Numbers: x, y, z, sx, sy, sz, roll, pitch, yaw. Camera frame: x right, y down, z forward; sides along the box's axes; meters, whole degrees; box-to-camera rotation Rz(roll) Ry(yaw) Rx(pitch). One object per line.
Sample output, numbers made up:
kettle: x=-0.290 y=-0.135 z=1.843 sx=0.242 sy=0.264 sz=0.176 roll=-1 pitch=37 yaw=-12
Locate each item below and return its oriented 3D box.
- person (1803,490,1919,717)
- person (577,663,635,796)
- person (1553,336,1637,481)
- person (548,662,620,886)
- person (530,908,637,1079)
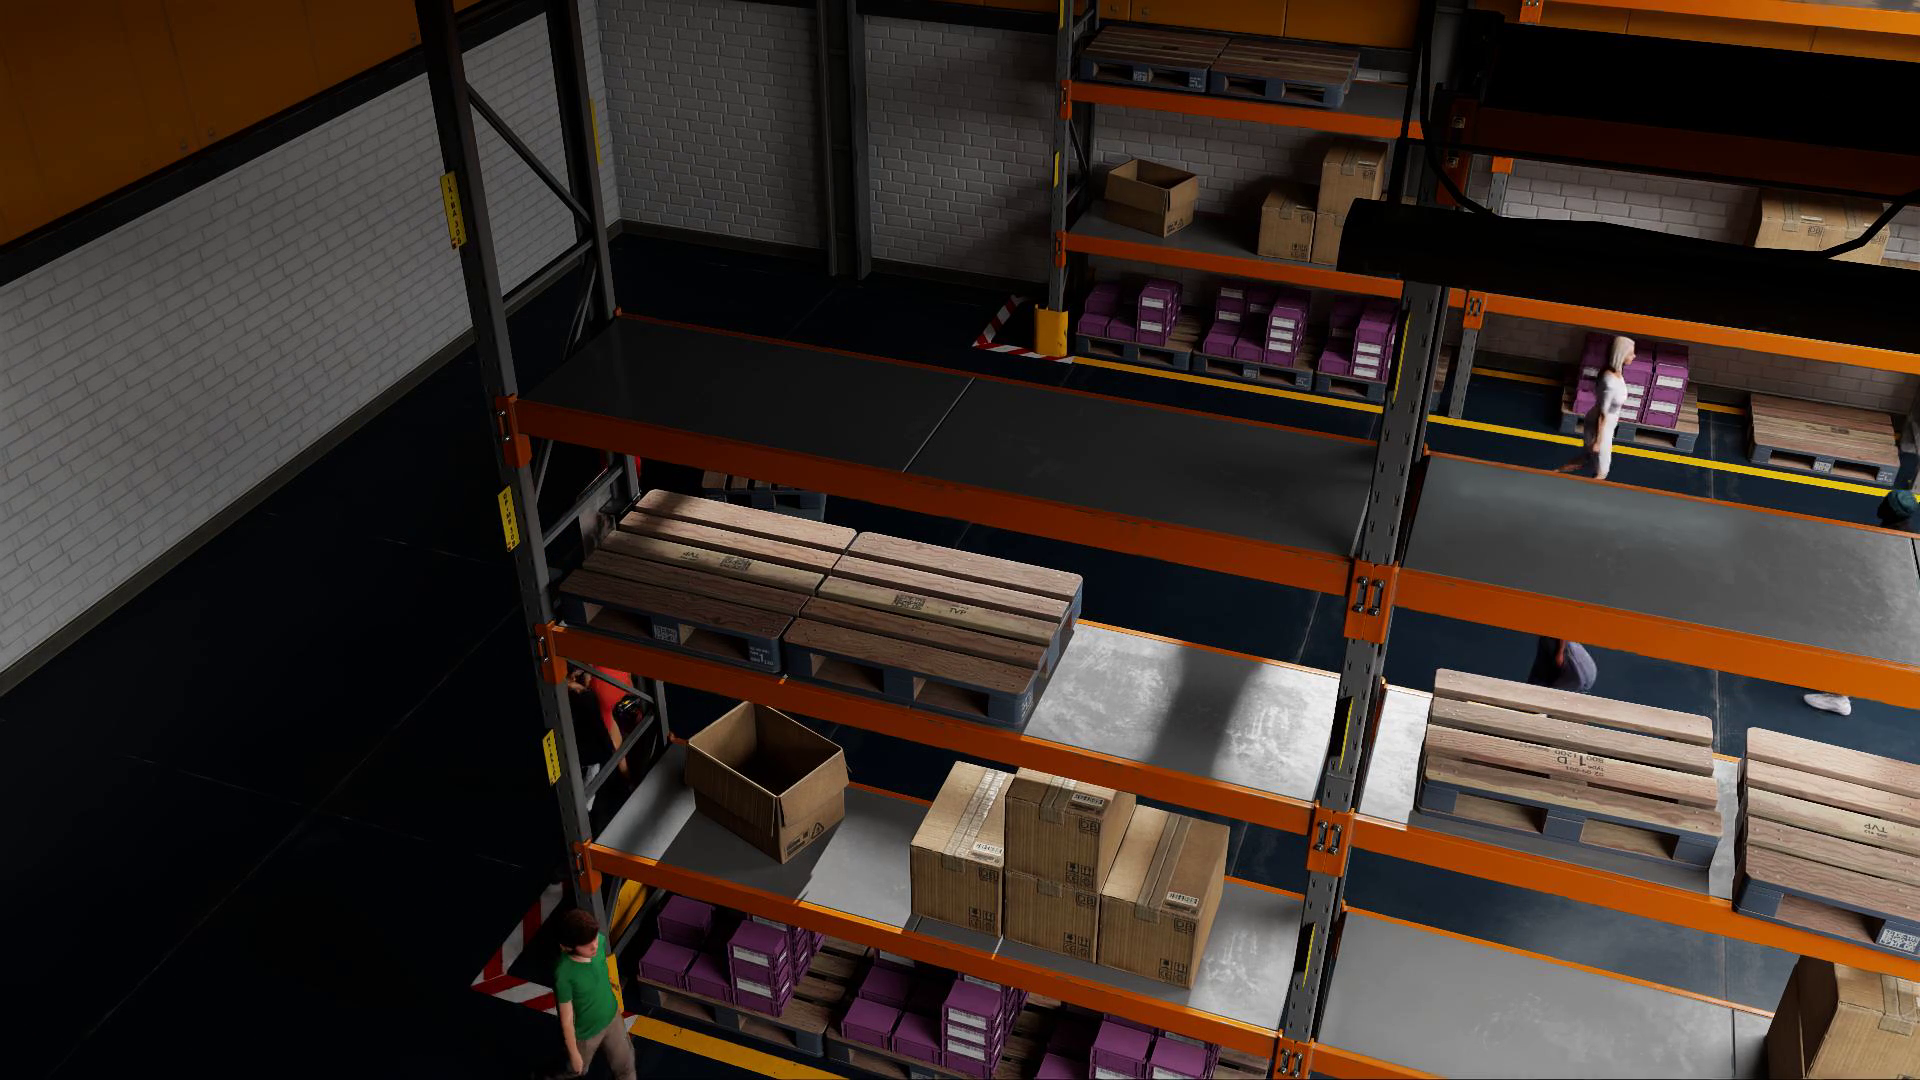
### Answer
person: x=6.438 y=0.420 z=11.804 sx=0.687 sy=1.817 sz=0.737 roll=23 pitch=40 yaw=30
person: x=-2.282 y=1.025 z=10.991 sx=0.591 sy=1.710 sz=0.627 roll=14 pitch=36 yaw=20
person: x=5.274 y=-0.934 z=13.919 sx=0.907 sy=1.731 sz=0.602 roll=10 pitch=35 yaw=15
person: x=-2.427 y=1.418 z=10.400 sx=1.035 sy=1.710 sz=0.777 roll=17 pitch=37 yaw=24
person: x=-2.039 y=2.530 z=8.806 sx=1.128 sy=1.622 sz=0.704 roll=18 pitch=38 yaw=25
